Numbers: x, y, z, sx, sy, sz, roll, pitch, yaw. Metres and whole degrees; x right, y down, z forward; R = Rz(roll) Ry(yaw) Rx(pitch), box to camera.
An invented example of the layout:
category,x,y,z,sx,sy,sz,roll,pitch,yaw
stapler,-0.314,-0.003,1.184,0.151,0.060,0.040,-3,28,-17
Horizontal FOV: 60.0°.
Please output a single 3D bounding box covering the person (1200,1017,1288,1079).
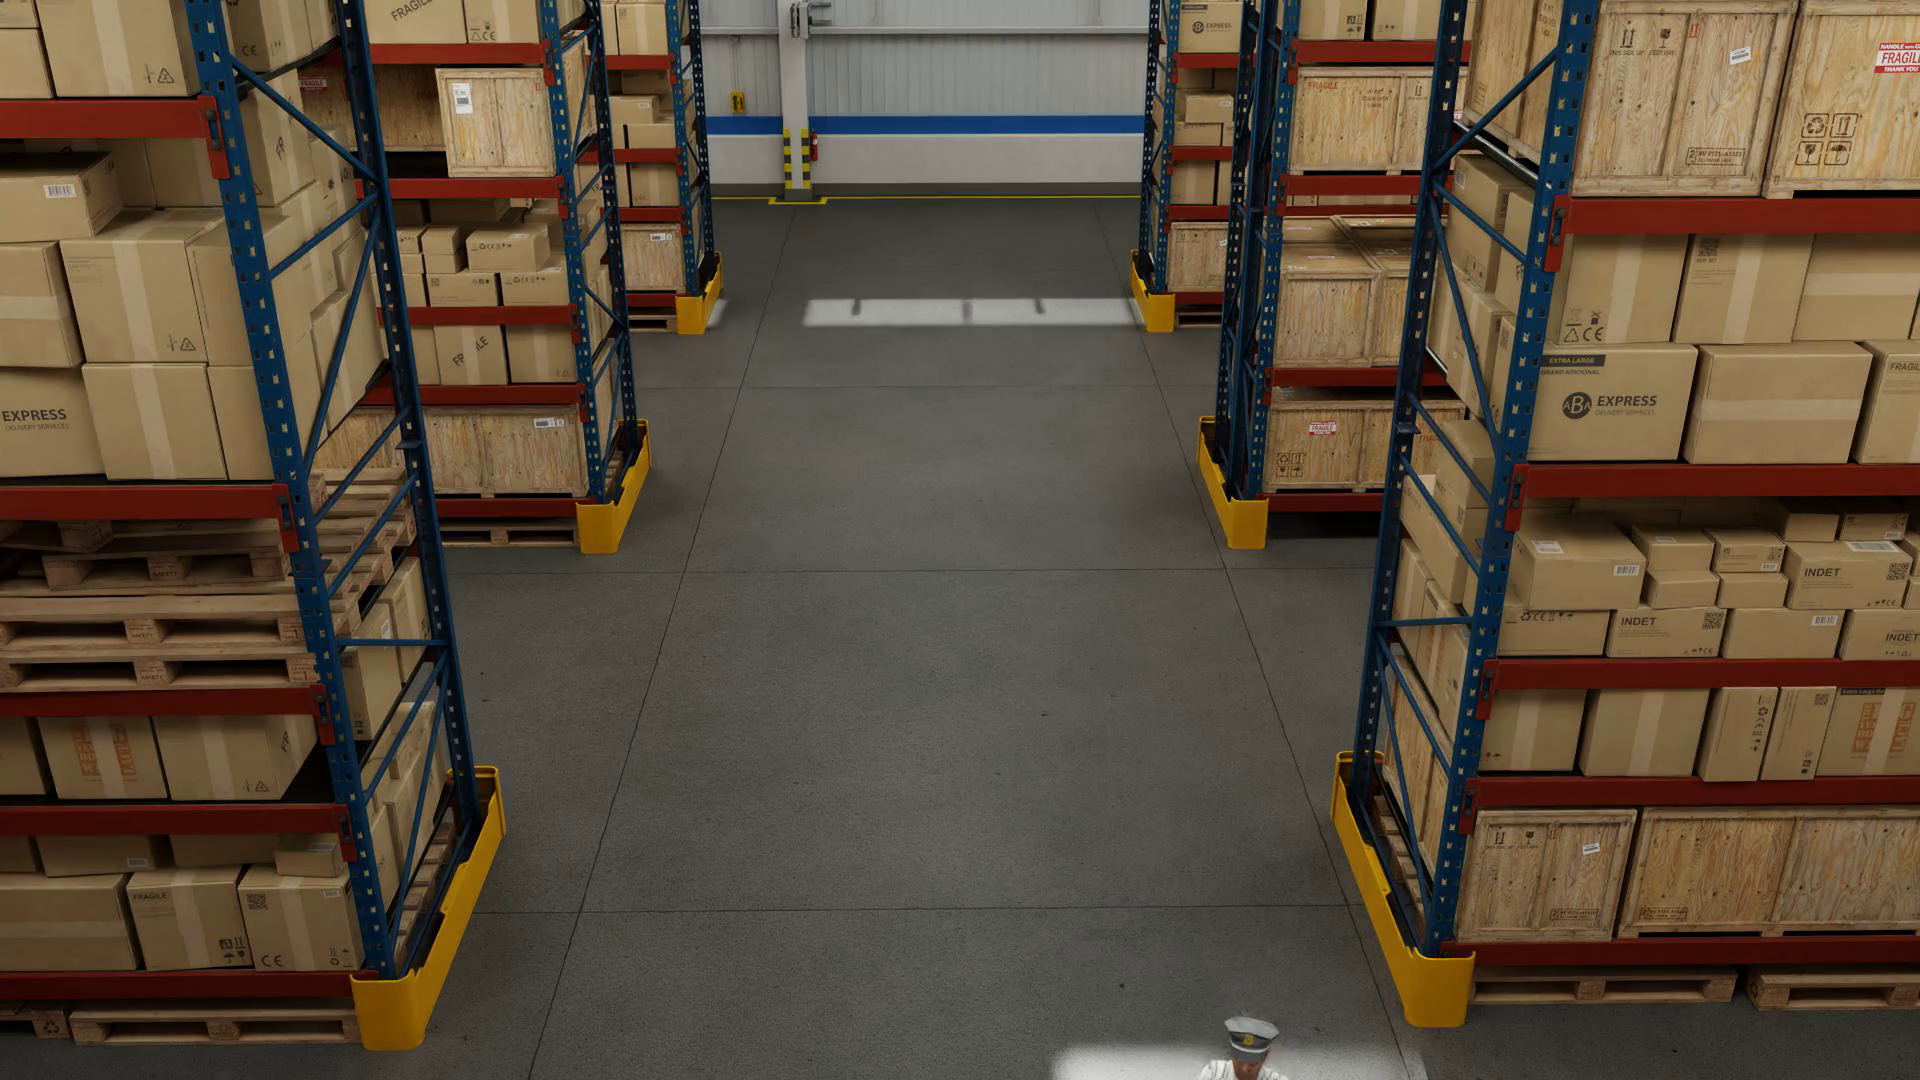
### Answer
category,x,y,z,sx,sy,sz,roll,pitch,yaw
person,1.291,2.926,7.711,0.499,1.699,0.668,7,26,15
